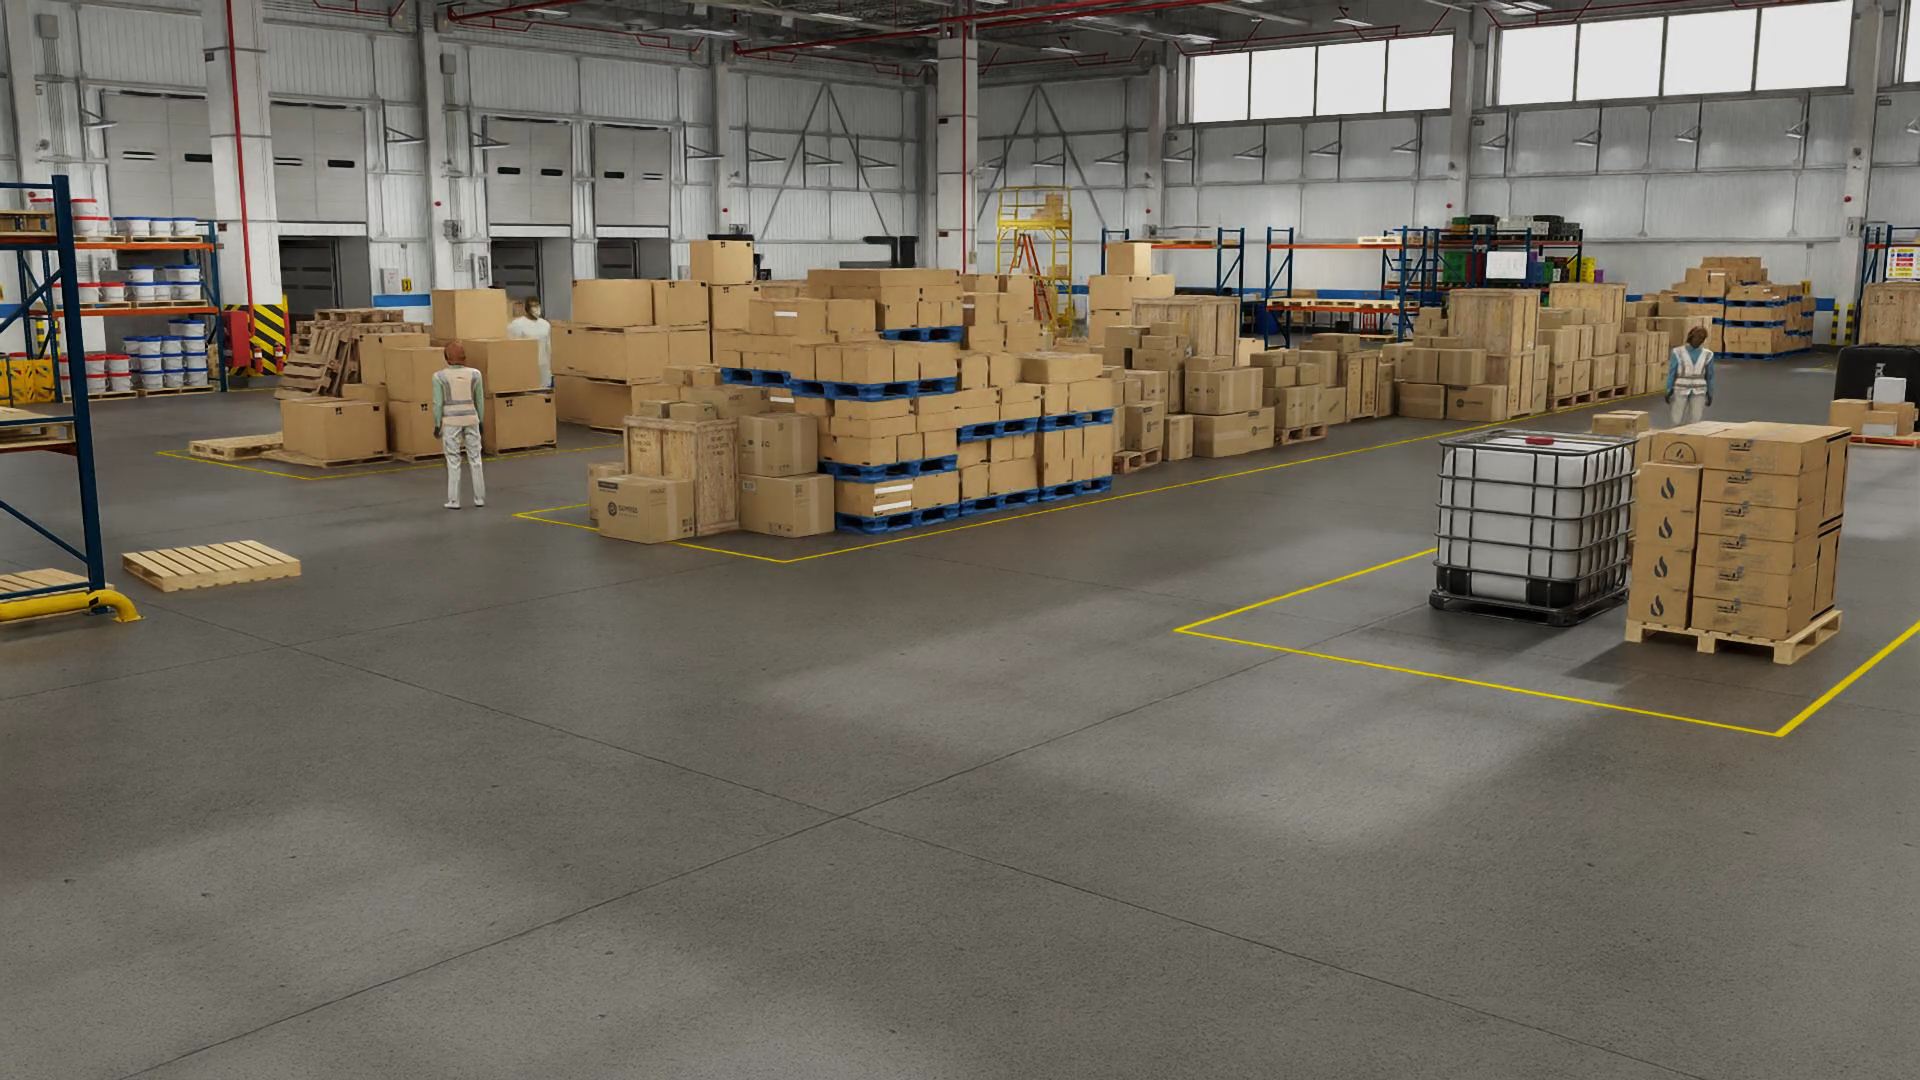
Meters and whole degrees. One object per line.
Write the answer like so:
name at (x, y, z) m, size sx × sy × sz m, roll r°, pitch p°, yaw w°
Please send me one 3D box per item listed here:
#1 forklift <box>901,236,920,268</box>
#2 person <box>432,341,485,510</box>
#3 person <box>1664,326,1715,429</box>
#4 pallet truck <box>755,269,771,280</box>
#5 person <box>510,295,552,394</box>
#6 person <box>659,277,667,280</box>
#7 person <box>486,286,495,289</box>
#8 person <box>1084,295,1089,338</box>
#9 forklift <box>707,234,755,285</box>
forklift at (-1.208, -5.765, 39.217) m, size 1.873 × 2.768 × 1.129 m, roll -1°, pitch 10°, yaw -4°
person at (-4.896, -1.115, 16.275) m, size 0.513 × 1.639 × 0.311 m, roll -7°, pitch 12°, yaw -35°
person at (8.679, -1.730, 19.785) m, size 0.538 × 1.624 × 0.397 m, roll 1°, pitch 10°, yaw 6°
pallet truck at (-4.996, -6.432, 45.525) m, size 1.885 × 1.965 × 0.823 m, roll -6°, pitch 12°, yaw -32°
person at (-5.826, -2.357, 22.559) m, size 0.821 × 1.920 × 0.637 m, roll 10°, pitch 14°, yaw 44°
person at (-6.403, -4.707, 35.923) m, size 0.636 × 1.928 × 0.390 m, roll -5°, pitch 11°, yaw -26°
person at (-10.778, -4.983, 38.196) m, size 0.783 × 1.658 × 0.550 m, roll -8°, pitch 13°, yaw -38°
person at (2.842, -4.662, 35.753) m, size 0.549 × 1.906 × 0.906 m, roll 9°, pitch 13°, yaw 41°
forklift at (-4.698, -4.910, 34.349) m, size 1.129 × 2.768 × 1.873 m, roll 0°, pitch 10°, yaw 2°
